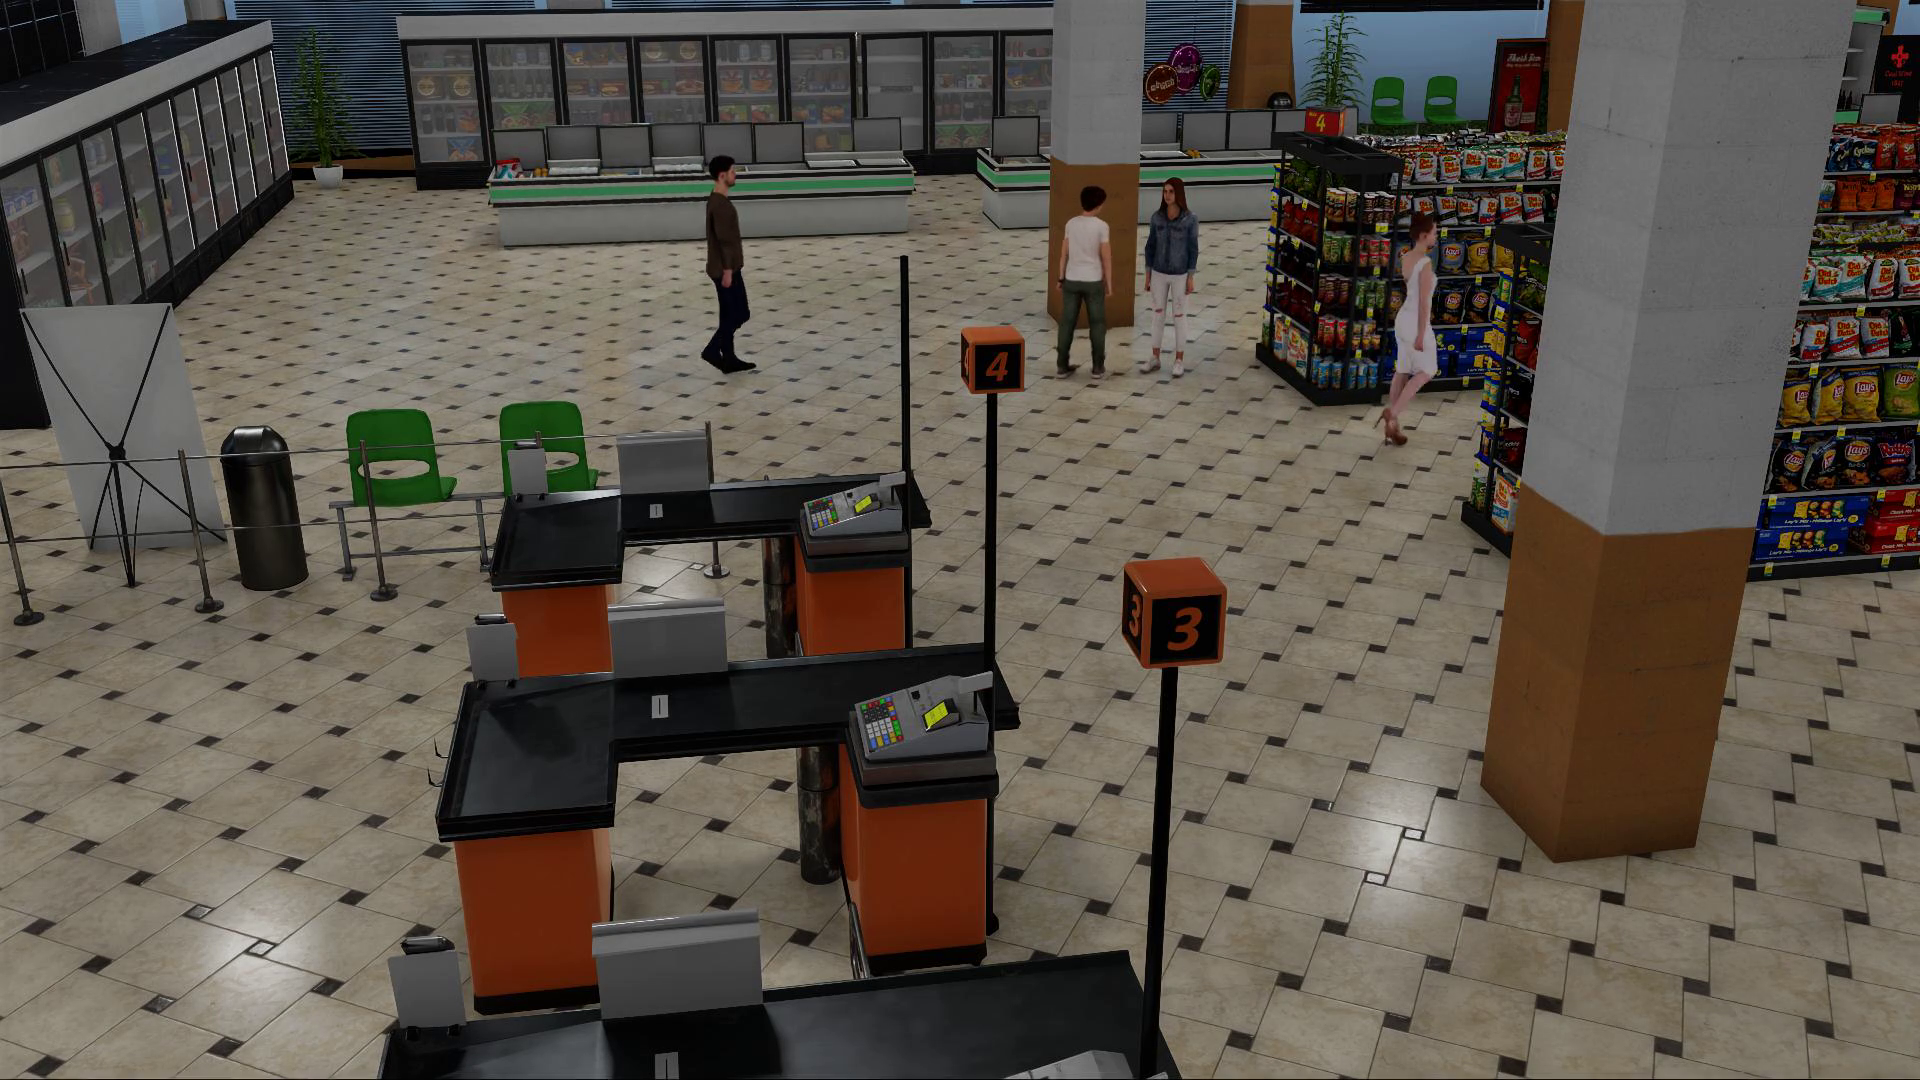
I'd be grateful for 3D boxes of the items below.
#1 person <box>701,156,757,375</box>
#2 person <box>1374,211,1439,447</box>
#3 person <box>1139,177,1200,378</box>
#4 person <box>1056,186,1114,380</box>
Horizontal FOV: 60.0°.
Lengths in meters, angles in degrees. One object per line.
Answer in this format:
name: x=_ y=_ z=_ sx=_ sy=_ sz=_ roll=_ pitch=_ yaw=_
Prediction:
person: x=-2.075 y=-2.322 z=14.197 sx=0.736 sy=1.876 sz=0.681 roll=-6 pitch=23 yaw=-14
person: x=3.273 y=-1.545 z=12.390 sx=0.635 sy=1.782 sz=0.564 roll=-4 pitch=22 yaw=-9
person: x=1.817 y=-2.263 z=14.285 sx=0.646 sy=1.700 sz=0.749 roll=10 pitch=24 yaw=23
person: x=1.081 y=-2.174 z=14.141 sx=0.706 sy=1.644 sz=0.814 roll=5 pitch=22 yaw=12
